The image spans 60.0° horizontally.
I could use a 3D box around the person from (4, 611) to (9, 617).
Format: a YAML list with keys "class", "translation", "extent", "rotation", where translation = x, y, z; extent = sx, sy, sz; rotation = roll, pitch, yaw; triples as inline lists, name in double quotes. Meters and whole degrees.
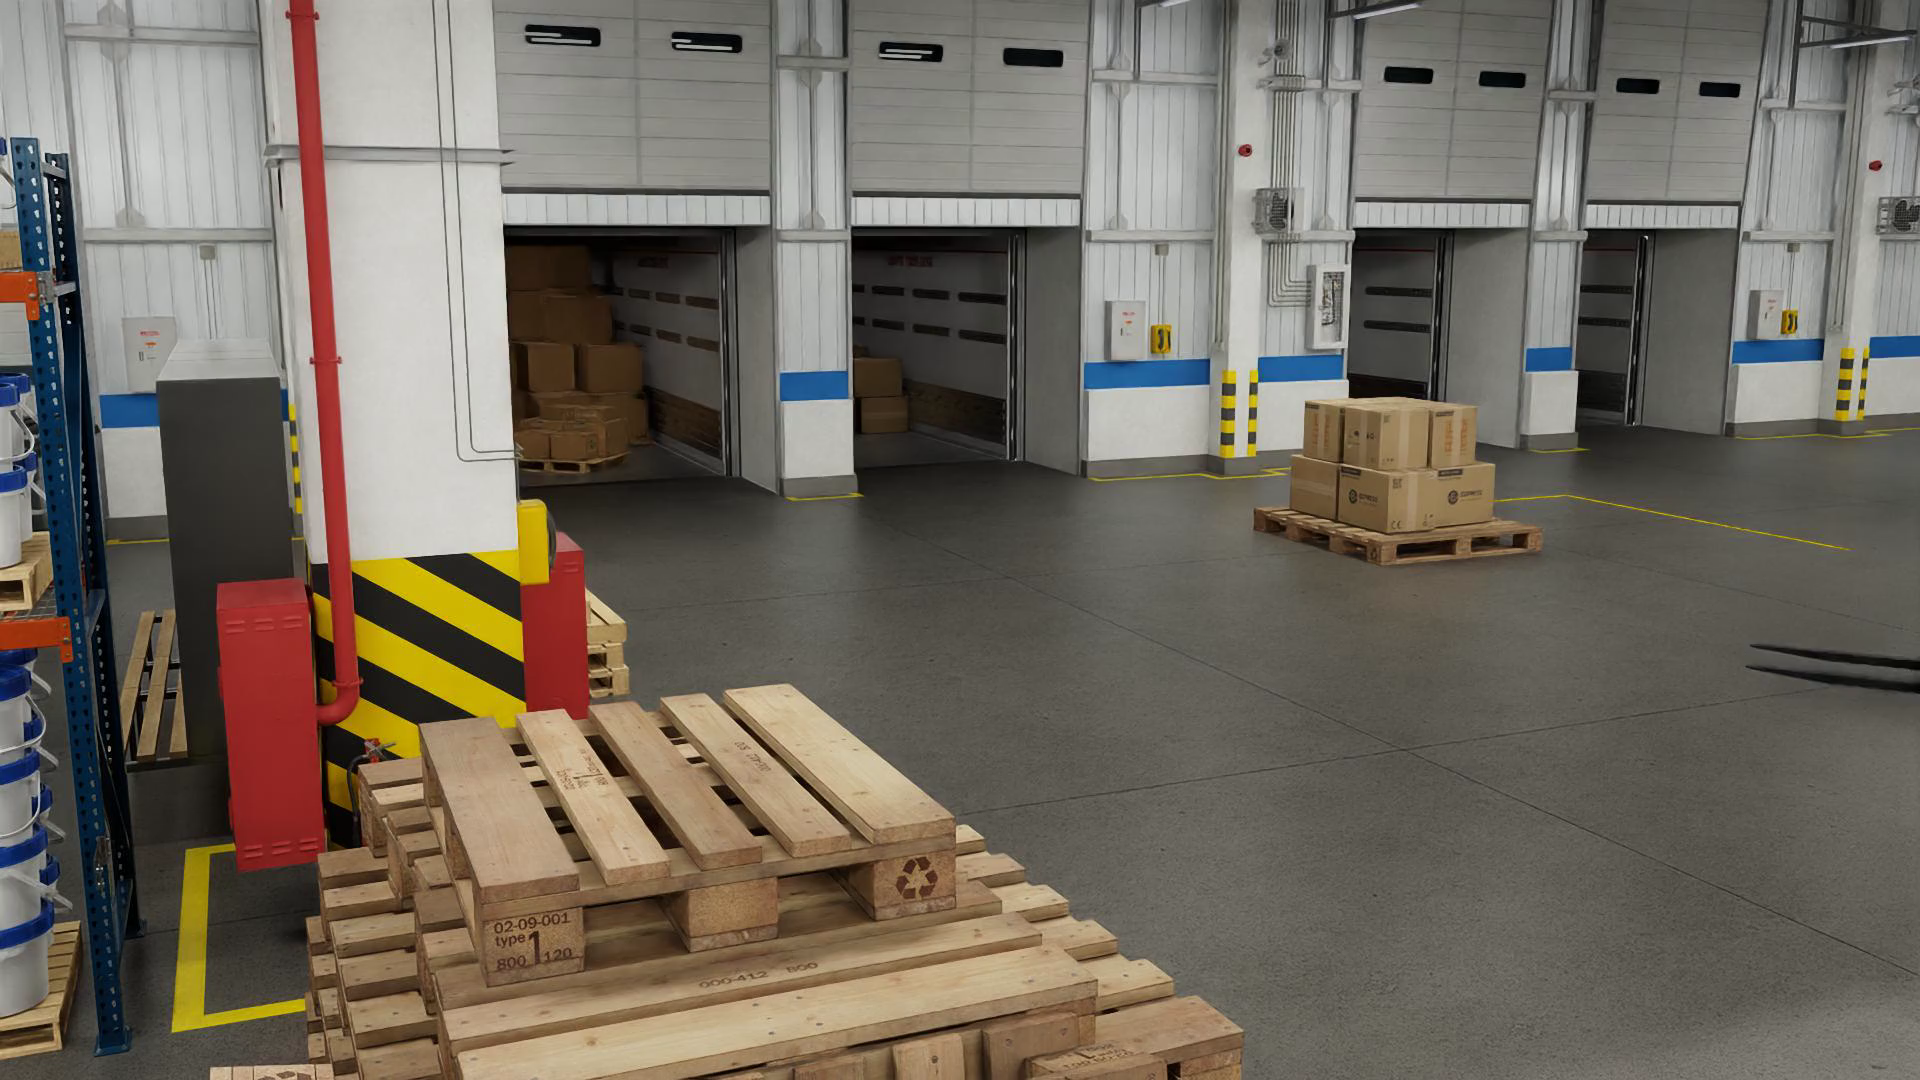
- class: "person"
  translation: [-4.941, 0.298, 8.159]
  extent: [0.544, 1.933, 0.376]
  rotation: [-7, 12, -32]
